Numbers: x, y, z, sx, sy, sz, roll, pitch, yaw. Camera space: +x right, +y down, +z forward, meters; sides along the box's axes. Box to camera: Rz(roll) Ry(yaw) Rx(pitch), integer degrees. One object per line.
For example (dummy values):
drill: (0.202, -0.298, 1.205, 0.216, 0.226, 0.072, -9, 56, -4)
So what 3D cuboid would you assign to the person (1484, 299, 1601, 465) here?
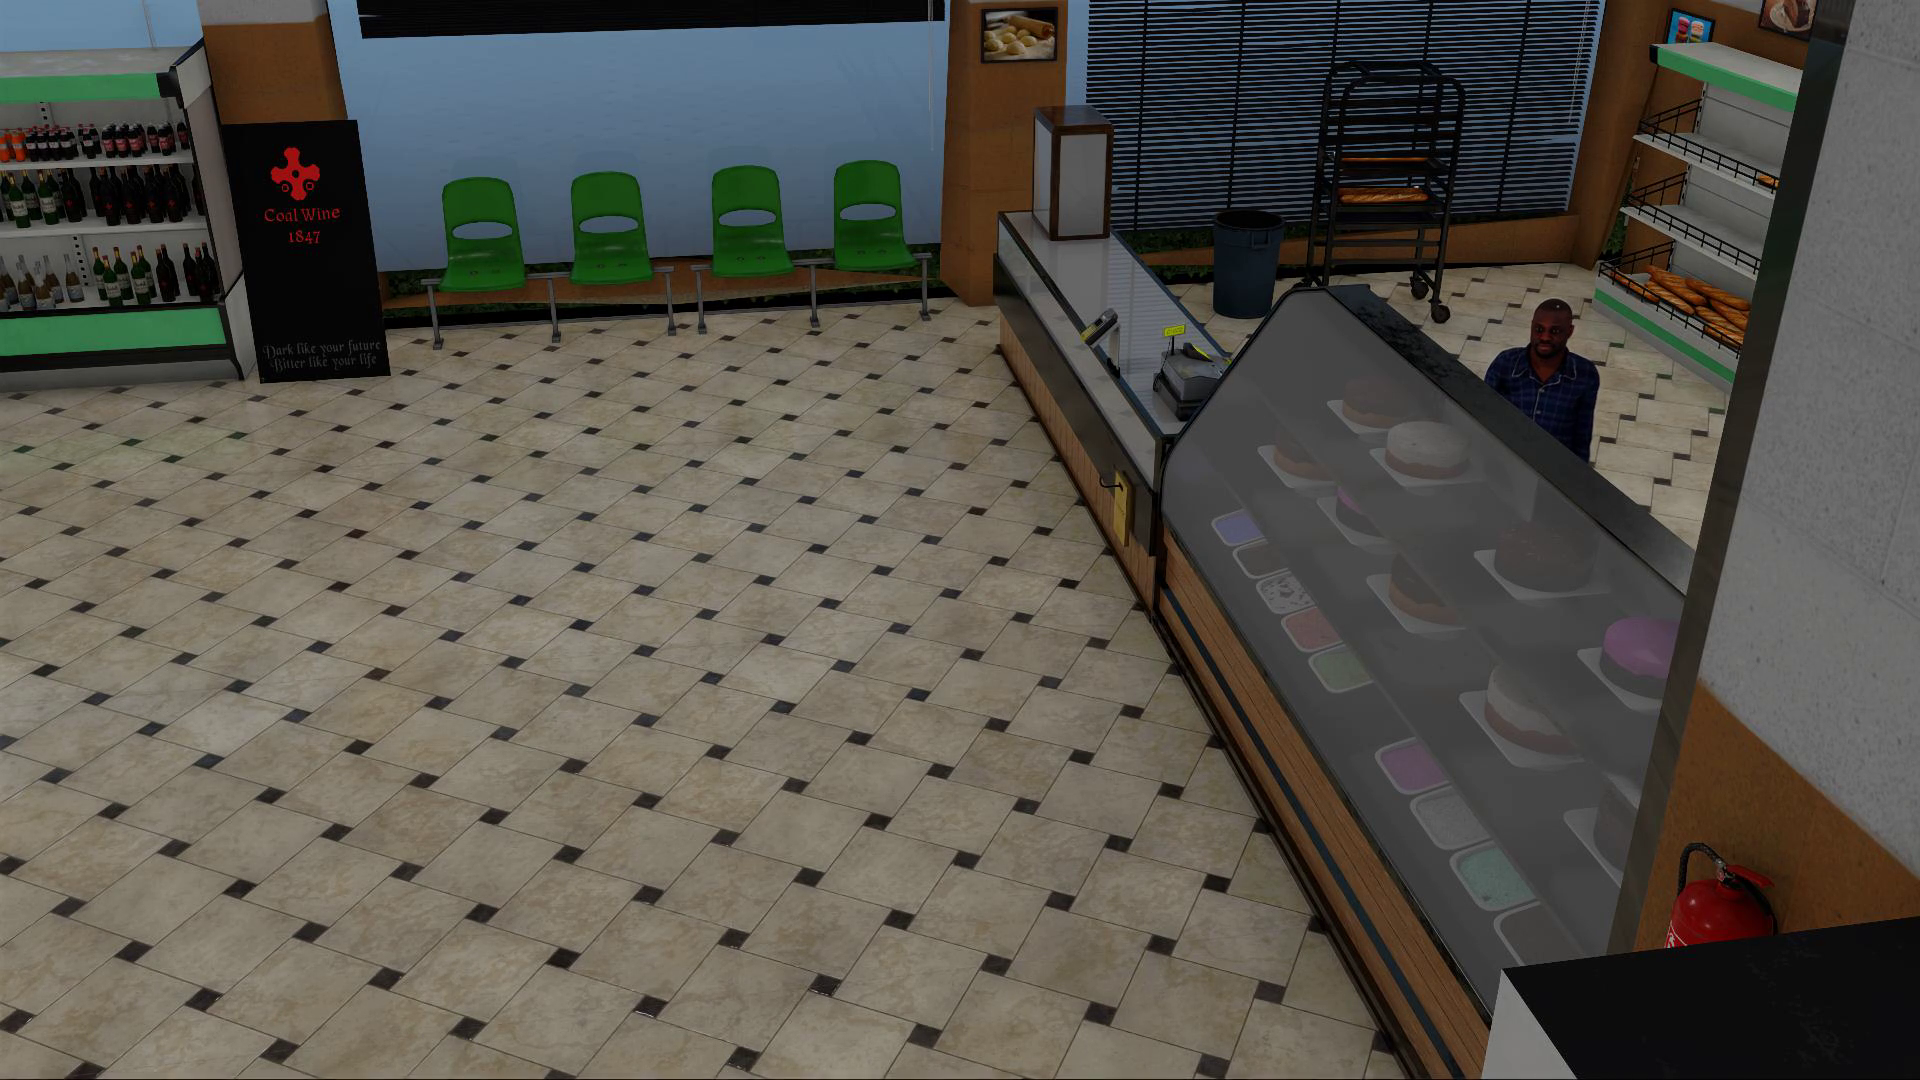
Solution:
person: (2.578, -0.228, 7.579, 0.730, 1.824, 0.843, 9, 28, 18)
